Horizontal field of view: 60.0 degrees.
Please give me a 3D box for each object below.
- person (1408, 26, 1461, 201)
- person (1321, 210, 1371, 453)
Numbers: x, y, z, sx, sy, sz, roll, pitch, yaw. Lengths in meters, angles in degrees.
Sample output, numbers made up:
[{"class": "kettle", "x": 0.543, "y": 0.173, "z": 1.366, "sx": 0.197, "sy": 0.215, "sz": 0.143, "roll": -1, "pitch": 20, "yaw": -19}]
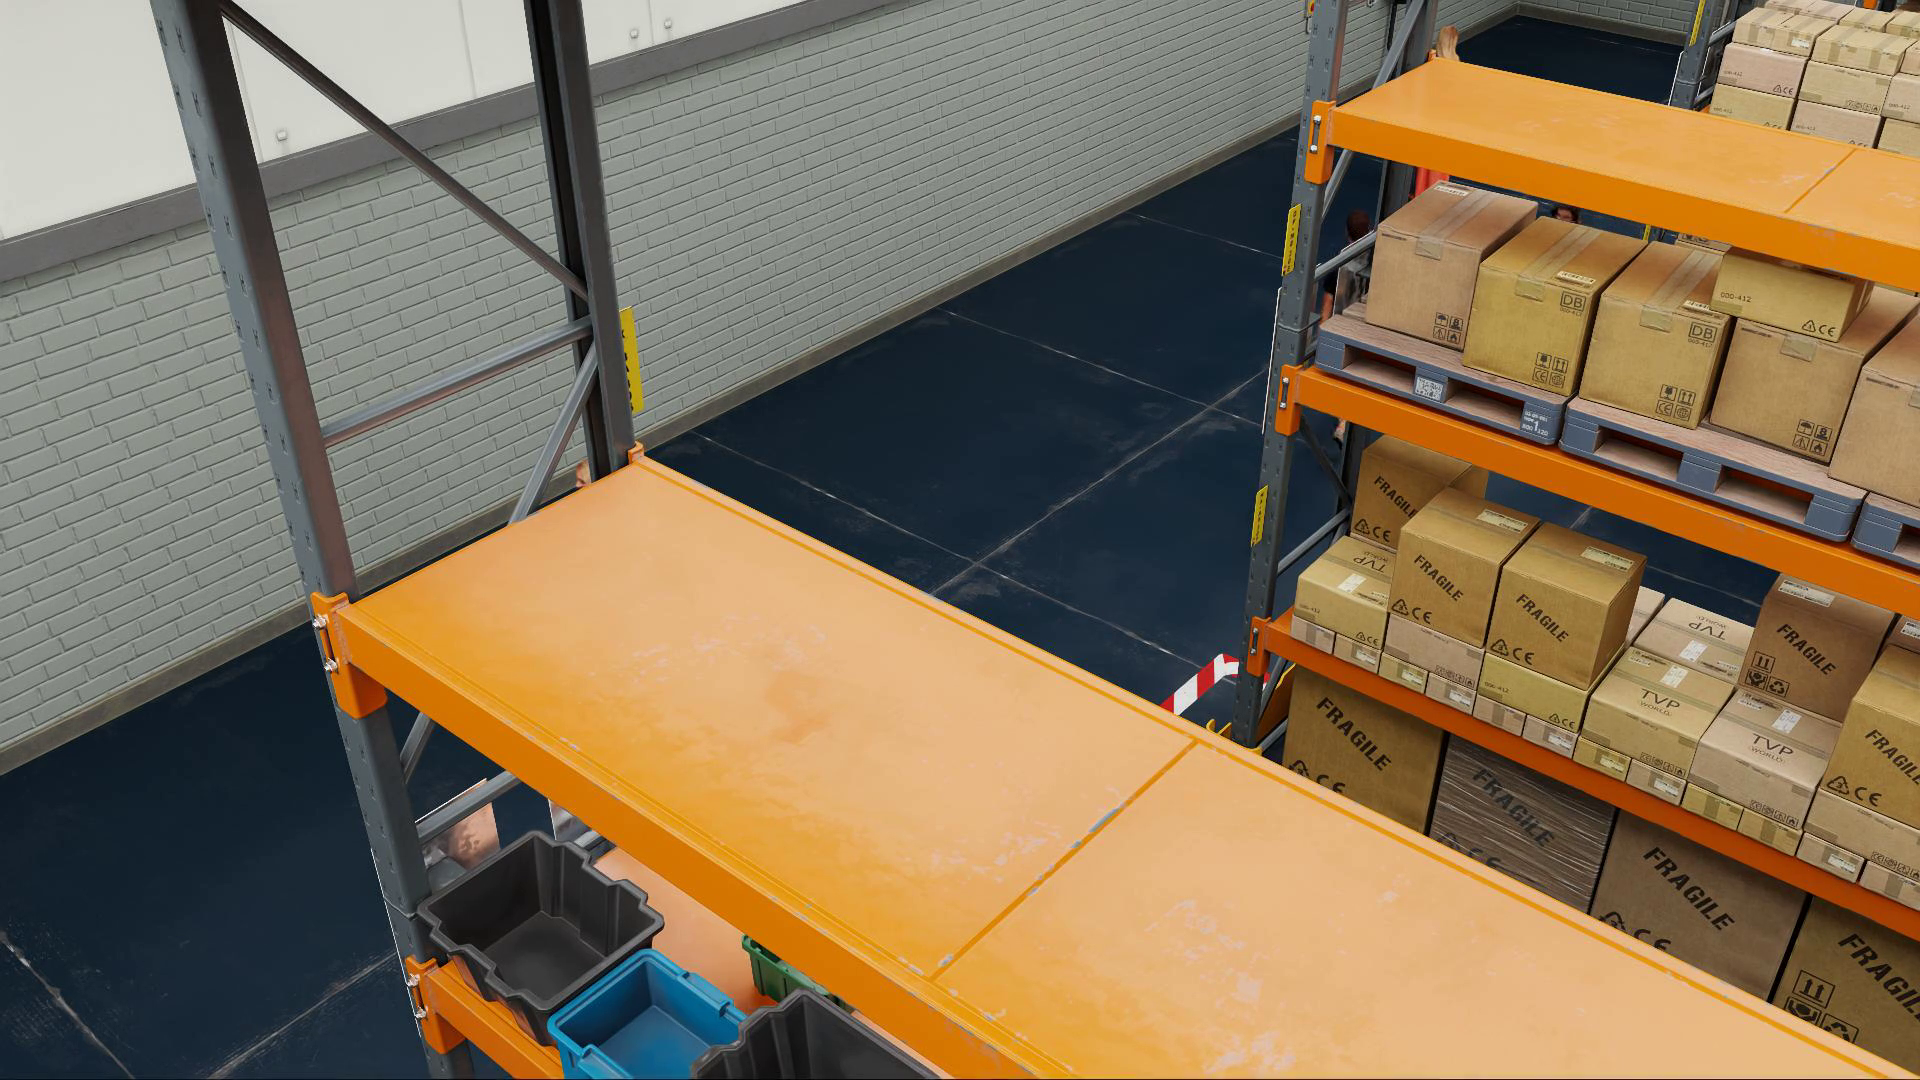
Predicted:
[{"class": "person", "x": 4.849, "y": -4.308, "z": 16.877, "sx": 0.663, "sy": 1.801, "sz": 0.639, "roll": -24, "pitch": 40, "yaw": -32}, {"class": "person", "x": 2.964, "y": -1.539, "z": 12.600, "sx": 1.131, "sy": 1.823, "sz": 0.934, "roll": 17, "pitch": 37, "yaw": 24}]
